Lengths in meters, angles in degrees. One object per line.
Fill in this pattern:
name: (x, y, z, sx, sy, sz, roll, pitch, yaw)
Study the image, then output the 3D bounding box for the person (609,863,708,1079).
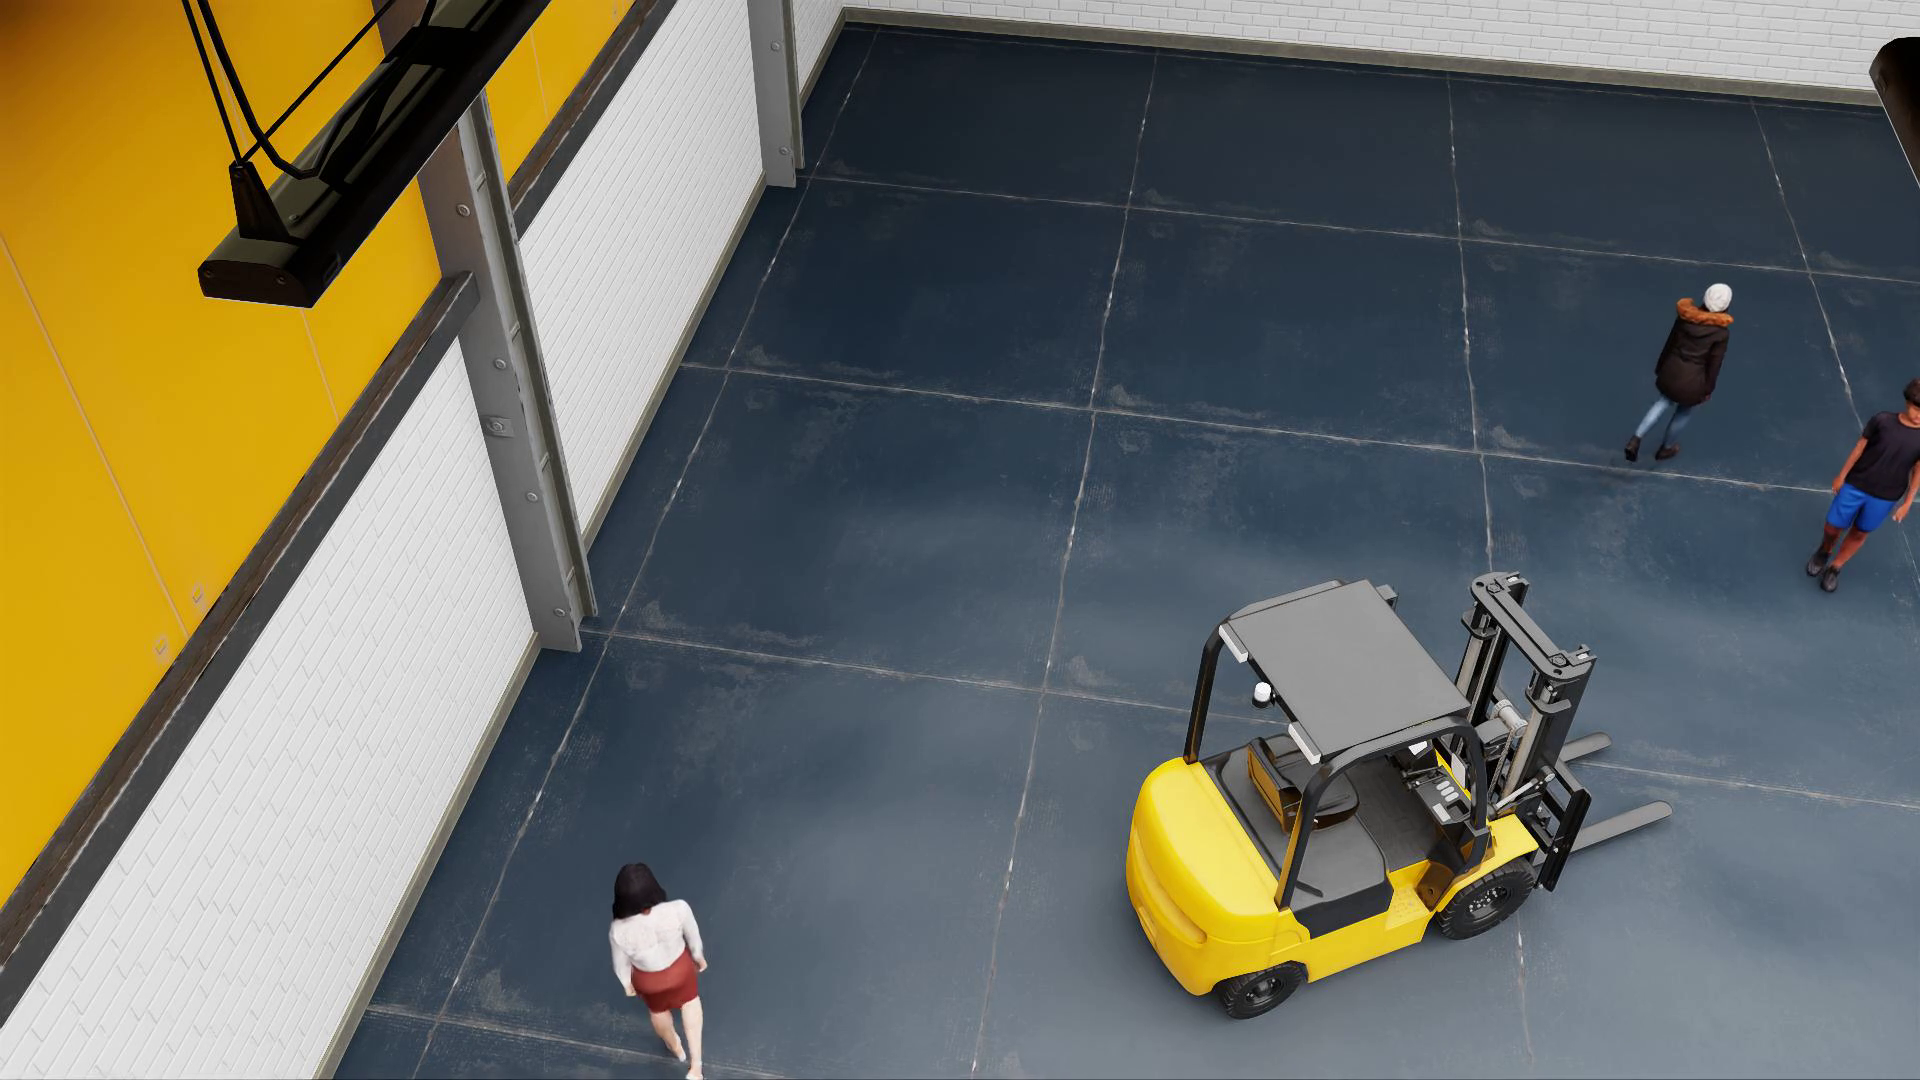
person: (-1.495, 2.279, 8.476, 0.823, 1.738, 0.919, -15, 46, -15)

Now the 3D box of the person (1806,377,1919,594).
person: (6.209, -0.418, 11.271, 0.731, 1.788, 0.732, 23, 48, 22)

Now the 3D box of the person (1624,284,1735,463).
person: (5.274, -1.172, 12.184, 0.973, 1.620, 0.909, -26, 50, -25)
